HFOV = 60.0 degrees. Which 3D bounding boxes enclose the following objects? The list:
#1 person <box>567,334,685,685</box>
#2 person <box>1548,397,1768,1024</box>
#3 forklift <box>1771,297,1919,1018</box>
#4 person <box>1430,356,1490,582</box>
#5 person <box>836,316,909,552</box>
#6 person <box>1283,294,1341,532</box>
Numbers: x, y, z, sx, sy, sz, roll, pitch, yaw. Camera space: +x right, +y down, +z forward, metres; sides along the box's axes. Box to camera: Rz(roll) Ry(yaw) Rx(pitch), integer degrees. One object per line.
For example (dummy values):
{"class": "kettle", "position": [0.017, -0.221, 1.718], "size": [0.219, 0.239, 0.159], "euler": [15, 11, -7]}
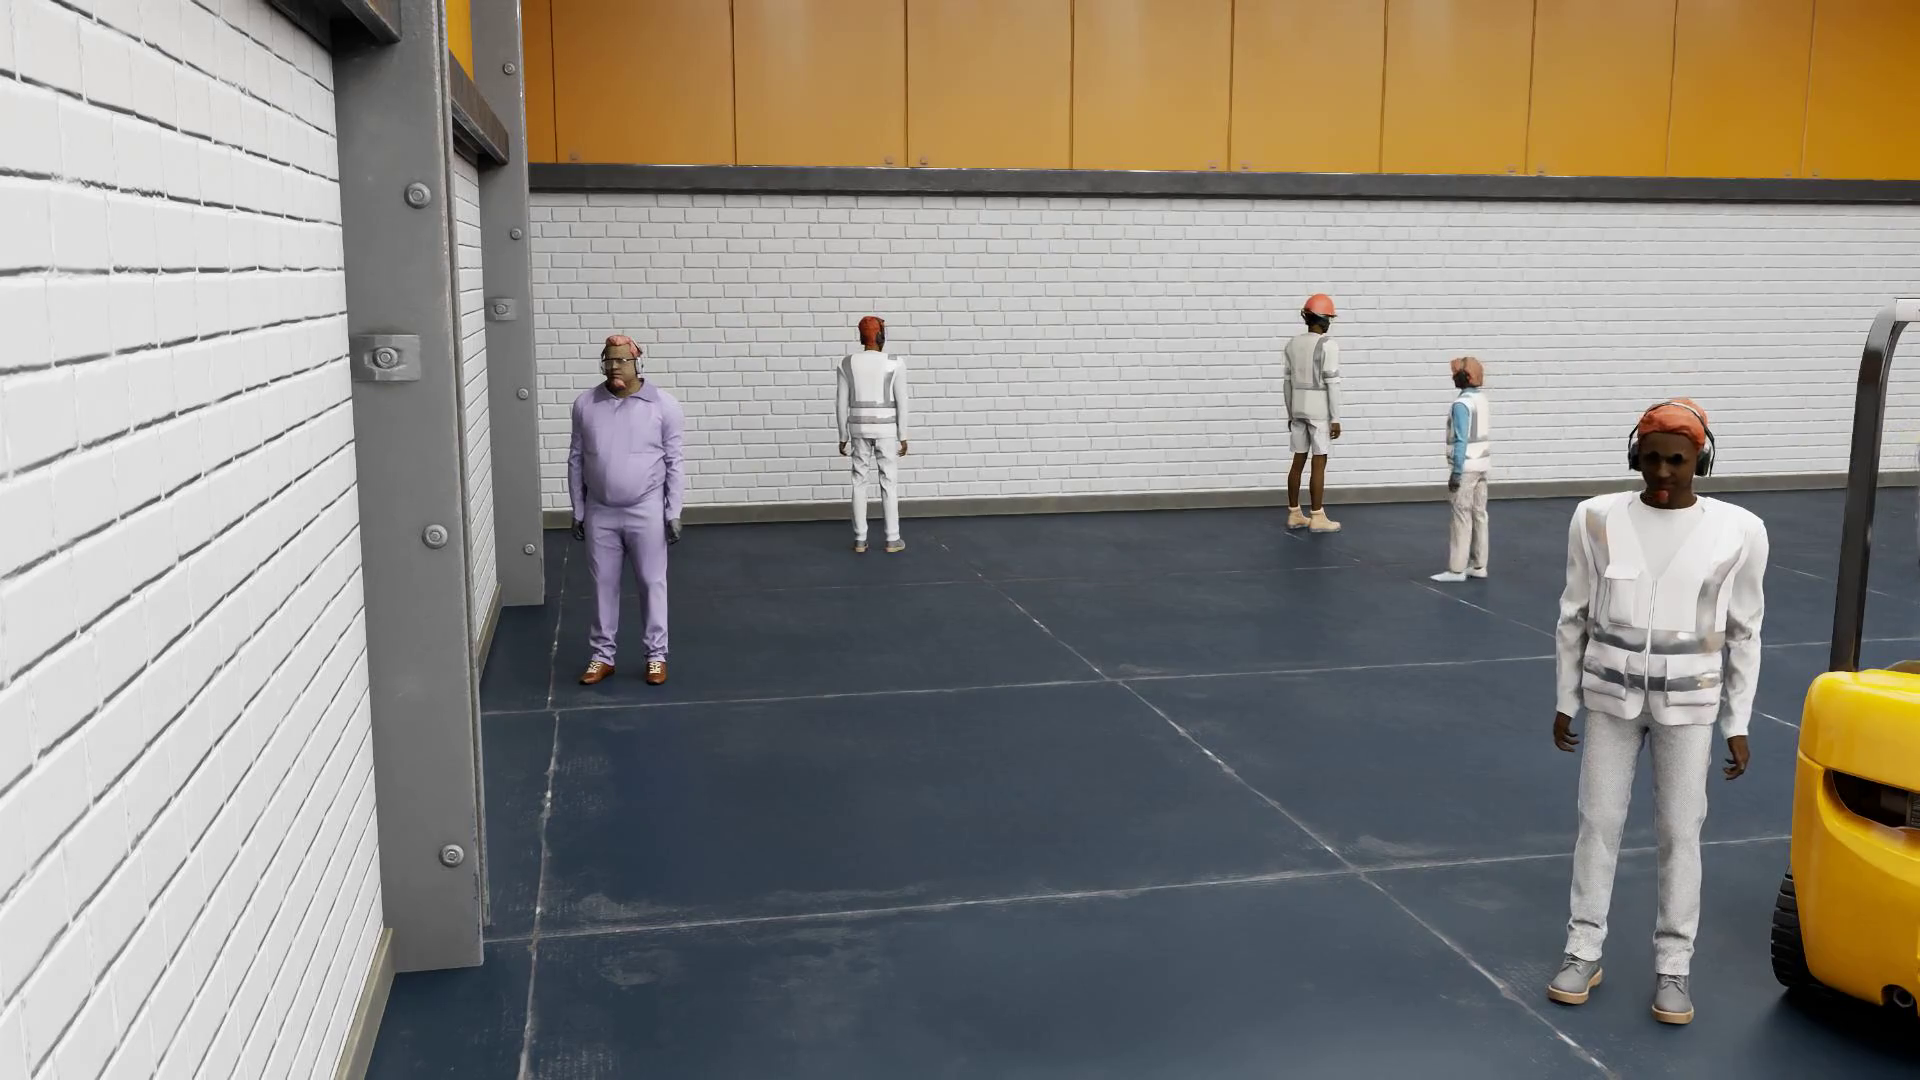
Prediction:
{"class": "person", "position": [-1.818, -0.157, 9.036], "size": [0.640, 1.910, 0.407], "euler": [0, 9, 3]}
{"class": "person", "position": [2.089, 0.510, 5.035], "size": [0.572, 1.887, 0.356], "euler": [5, 11, 29]}
{"class": "forklift", "position": [3.542, 0.334, 5.177], "size": [2.313, 2.155, 1.214], "euler": [-9, 13, -43]}
{"class": "person", "position": [3.661, -0.506, 11.999], "size": [0.314, 1.638, 0.521], "euler": [7, 12, 37]}
{"class": "person", "position": [-0.692, -0.835, 13.250], "size": [0.575, 1.883, 0.362], "euler": [1, 9, 9]}
{"class": "person", "position": [3.054, -1.088, 14.307], "size": [0.379, 2.041, 0.614], "euler": [-6, 11, -33]}
